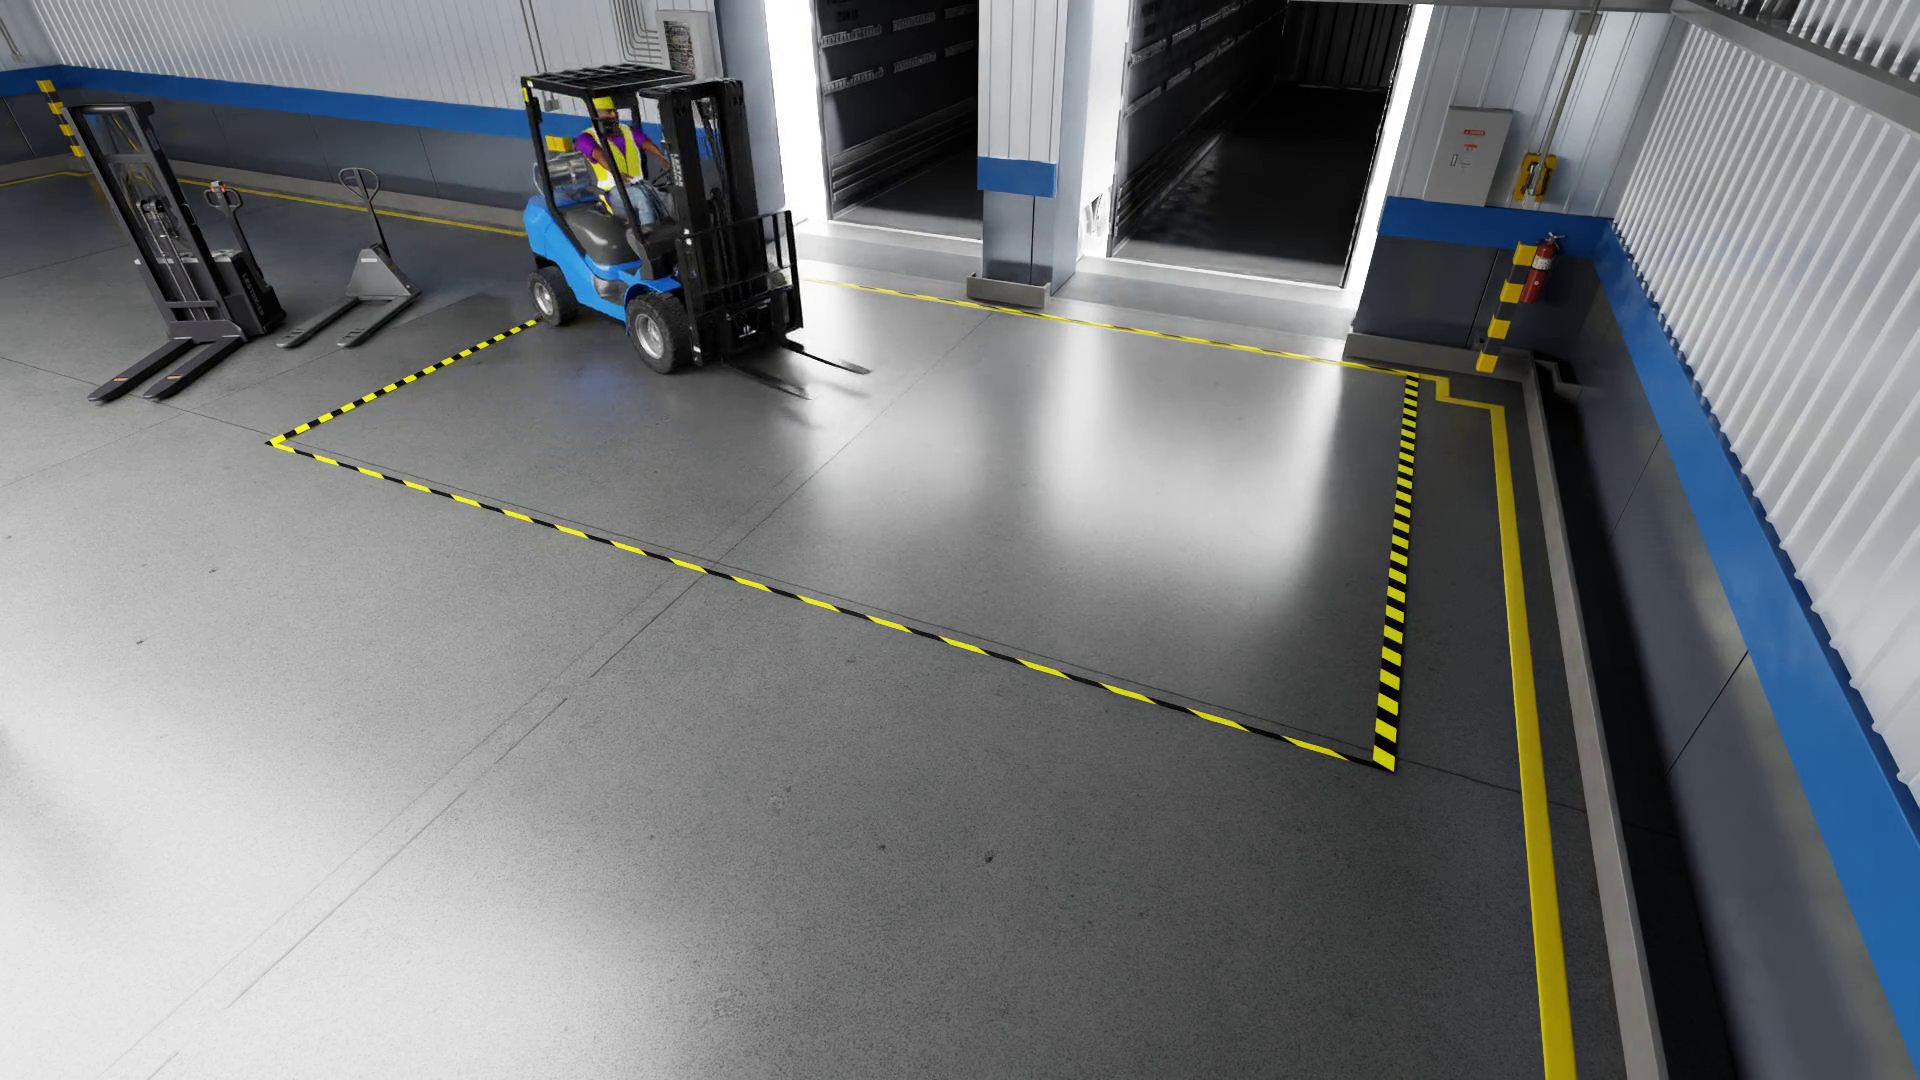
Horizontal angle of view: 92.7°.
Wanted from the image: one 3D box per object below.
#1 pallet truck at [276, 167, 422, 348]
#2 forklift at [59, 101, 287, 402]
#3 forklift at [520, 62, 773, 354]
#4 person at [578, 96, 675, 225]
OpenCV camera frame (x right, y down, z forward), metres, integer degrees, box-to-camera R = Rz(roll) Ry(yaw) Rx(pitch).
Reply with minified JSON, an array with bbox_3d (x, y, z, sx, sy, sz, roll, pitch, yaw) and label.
[{"bbox_3d":[-5.732,-2.611,8.414,0.680,1.201,1.601,-1,35,-1],"label":"pallet truck"},{"bbox_3d":[-6.686,-2.387,7.434,0.823,1.965,1.885,-3,35,-5],"label":"forklift"},{"bbox_3d":[-2.759,-2.937,7.910,2.680,2.036,1.157,26,42,32],"label":"forklift"},{"bbox_3d":[-2.719,-3.065,7.767,1.004,1.293,0.635,26,42,32],"label":"person"}]
